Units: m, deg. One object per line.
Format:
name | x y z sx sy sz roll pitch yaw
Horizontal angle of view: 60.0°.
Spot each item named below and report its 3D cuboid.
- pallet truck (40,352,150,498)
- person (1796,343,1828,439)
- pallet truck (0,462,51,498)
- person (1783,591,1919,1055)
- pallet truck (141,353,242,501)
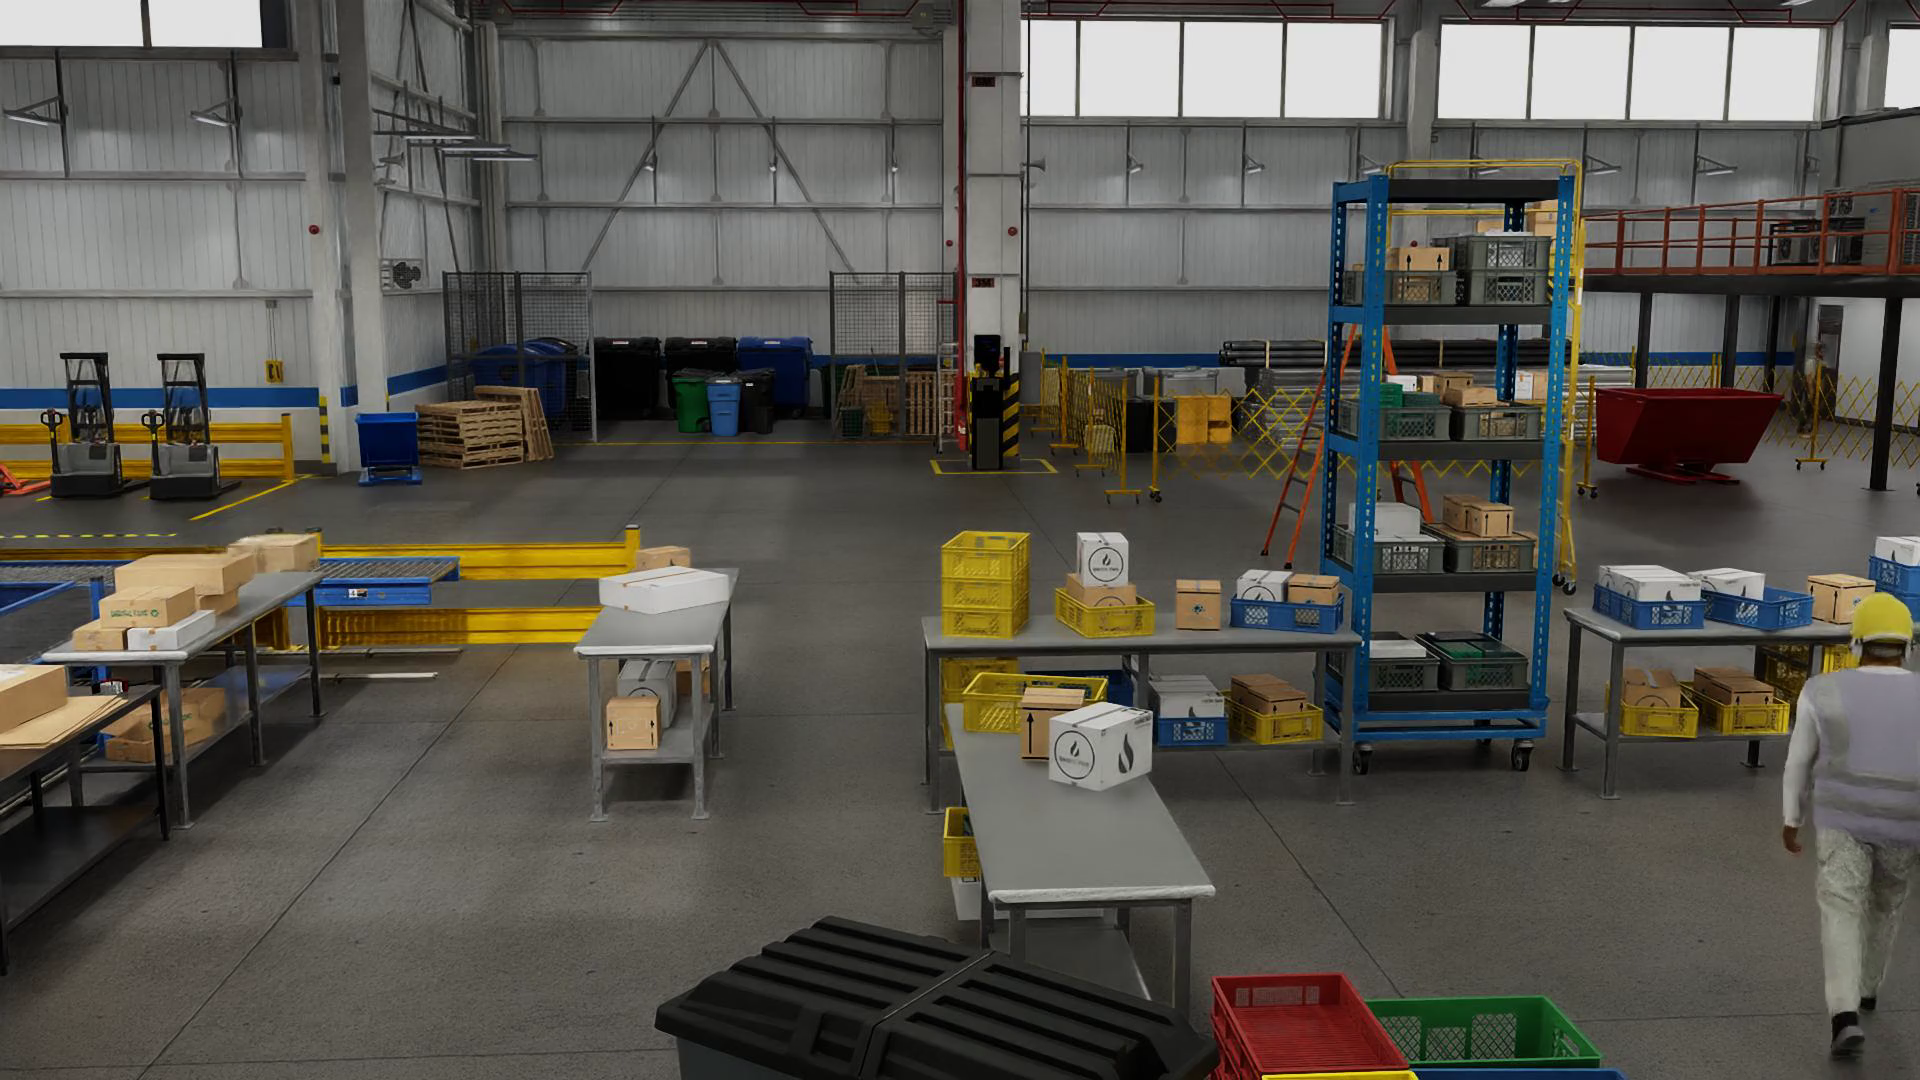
pallet truck | -11.907 -1.642 23.165 0.823 1.965 1.885 0 9 0
person | 15.705 -2.738 30.634 0.523 1.802 0.568 -6 11 -32
pallet truck | -13.193 -1.293 23.148 0.653 1.274 1.630 -1 9 -4
person | 3.577 1.109 6.542 0.604 1.802 0.872 4 10 21
pallet truck | -10.520 -1.604 22.925 0.823 1.965 1.885 -1 9 -6
